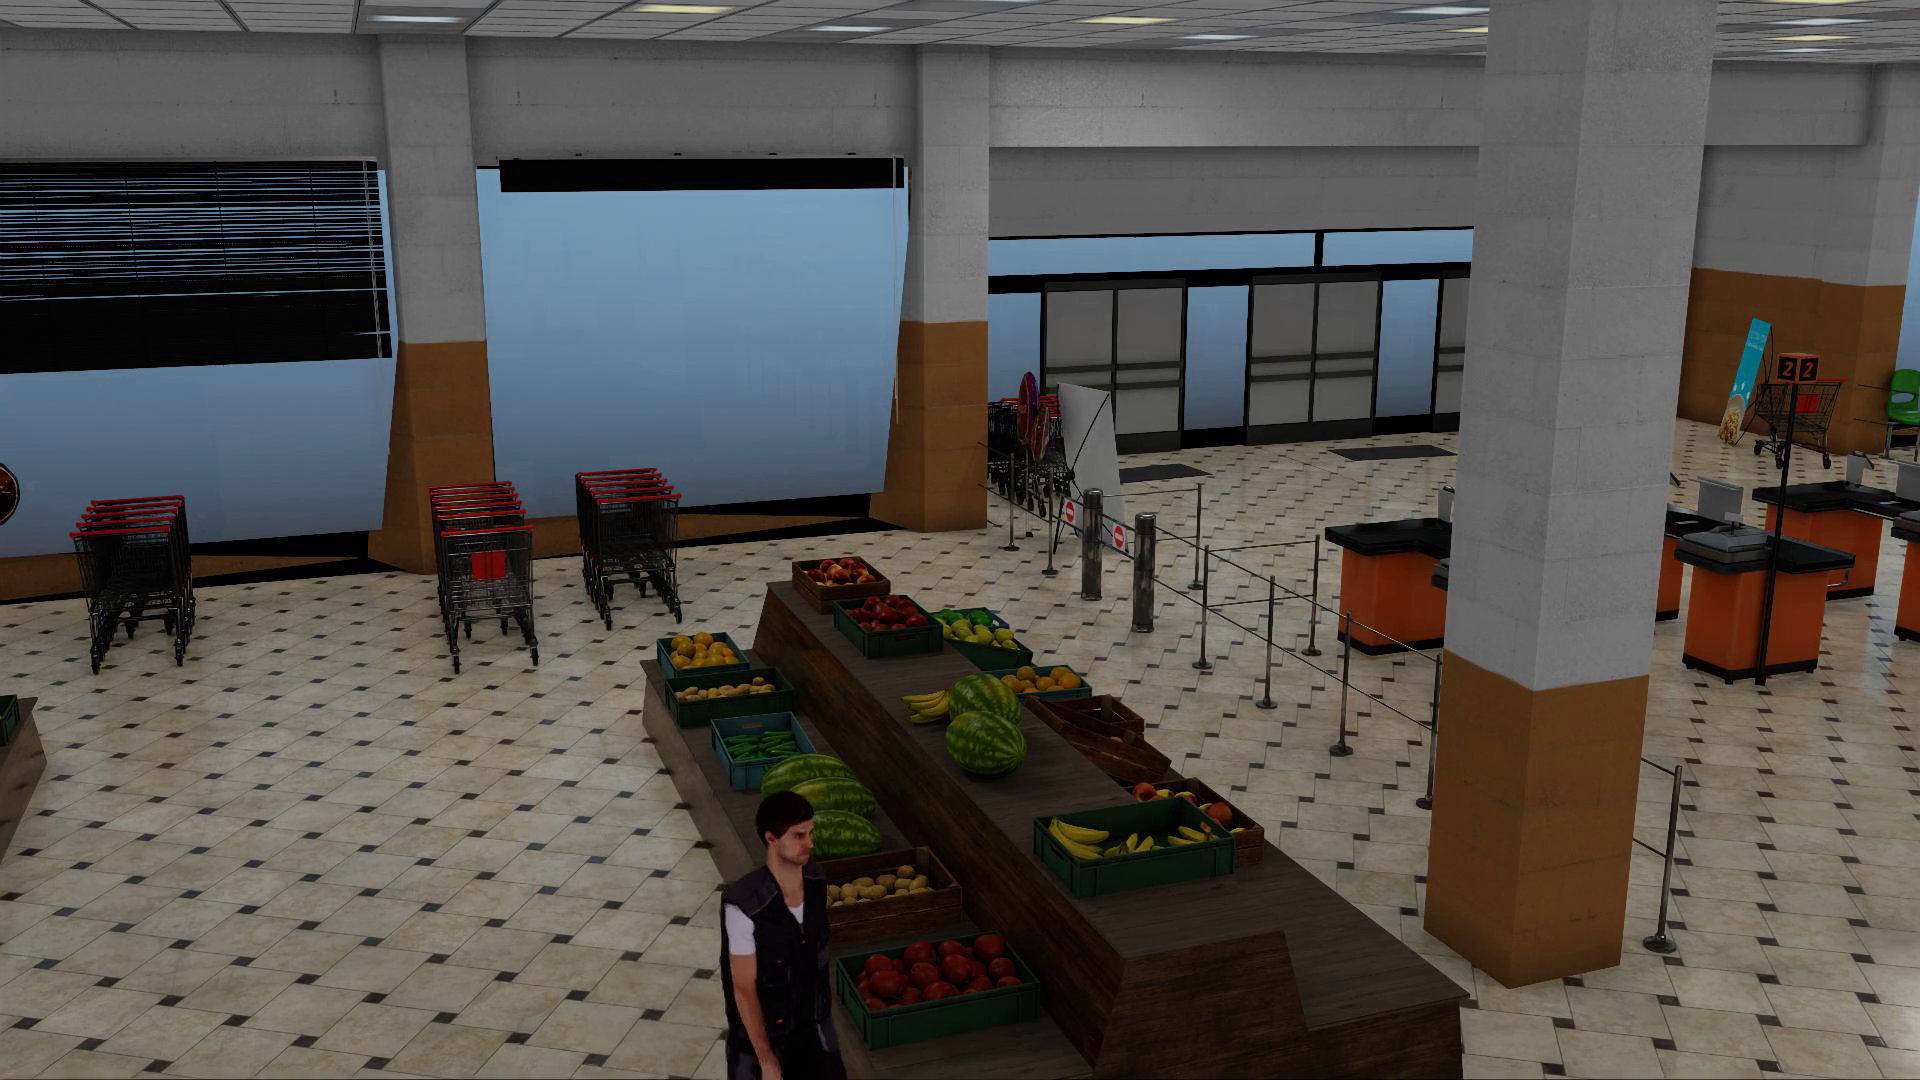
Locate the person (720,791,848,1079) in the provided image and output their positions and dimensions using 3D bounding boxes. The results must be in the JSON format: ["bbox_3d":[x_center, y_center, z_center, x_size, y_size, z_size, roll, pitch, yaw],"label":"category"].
[{"bbox_3d":[-0.754,1.783,6.198,0.949,1.813,1.213,-12,18,-41],"label":"person"}]
